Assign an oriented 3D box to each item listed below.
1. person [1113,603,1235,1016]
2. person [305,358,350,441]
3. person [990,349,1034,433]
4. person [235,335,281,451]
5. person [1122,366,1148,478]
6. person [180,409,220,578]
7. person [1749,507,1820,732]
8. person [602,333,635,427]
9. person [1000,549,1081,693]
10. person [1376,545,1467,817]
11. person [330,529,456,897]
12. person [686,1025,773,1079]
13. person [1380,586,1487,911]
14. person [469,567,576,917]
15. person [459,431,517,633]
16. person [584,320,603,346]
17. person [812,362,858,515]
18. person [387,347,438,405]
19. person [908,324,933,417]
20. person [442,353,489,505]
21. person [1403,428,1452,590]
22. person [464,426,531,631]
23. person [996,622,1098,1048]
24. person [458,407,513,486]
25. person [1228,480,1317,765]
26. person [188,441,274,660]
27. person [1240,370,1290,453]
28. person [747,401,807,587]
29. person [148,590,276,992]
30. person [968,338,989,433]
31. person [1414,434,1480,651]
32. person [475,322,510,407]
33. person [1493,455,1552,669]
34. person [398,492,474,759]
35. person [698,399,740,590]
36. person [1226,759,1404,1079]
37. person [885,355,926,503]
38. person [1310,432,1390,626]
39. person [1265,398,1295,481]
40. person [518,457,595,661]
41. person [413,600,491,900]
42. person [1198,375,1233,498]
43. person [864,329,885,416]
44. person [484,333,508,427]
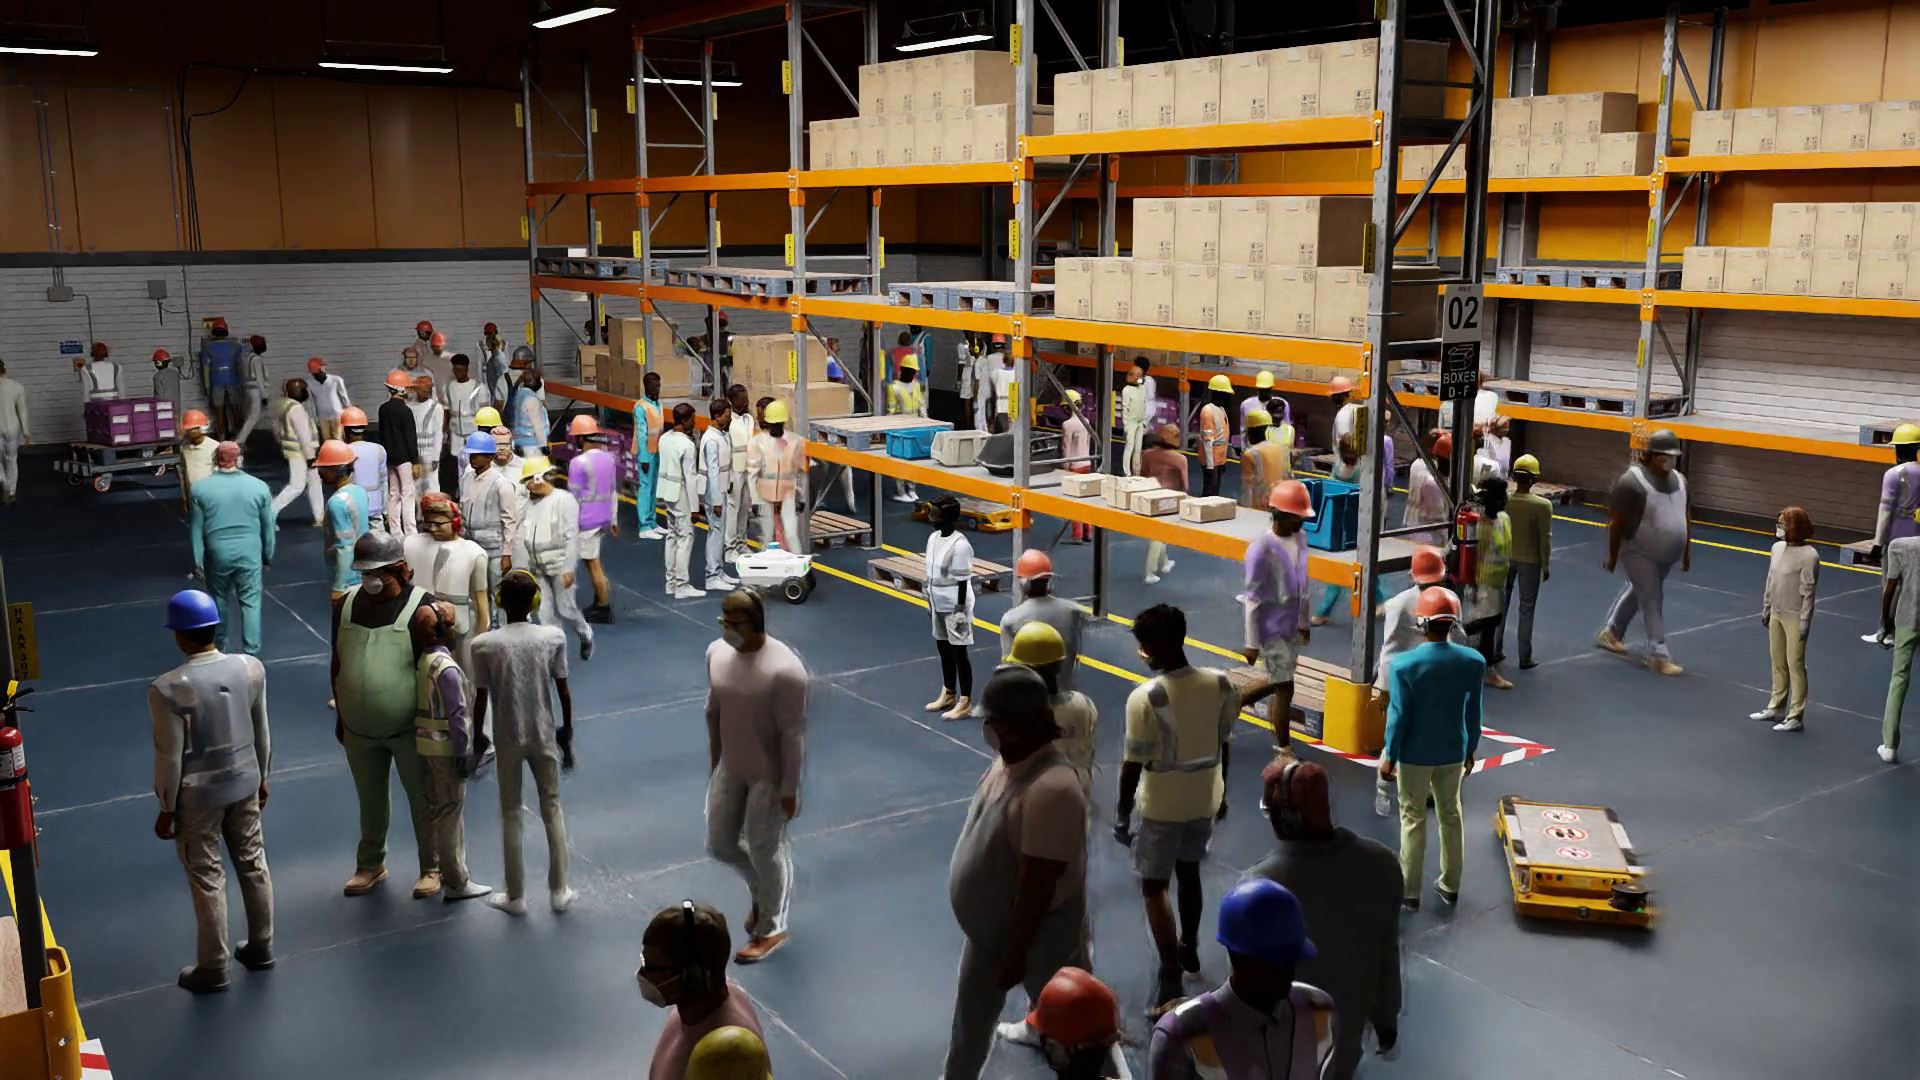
[{"bbox_3d":[1.066,1.243,7.835,0.658,1.926,0.711,-6,12,-27],"label":"person"},{"bbox_3d":[-9.038,-1.774,23.789,0.580,1.700,0.609,-1,11,-5],"label":"person"},{"bbox_3d":[0.739,-1.800,23.604,0.606,1.830,0.520,5,12,24],"label":"person"},{"bbox_3d":[-11.104,-2.326,26.300,0.934,1.837,0.603,-5,12,-24],"label":"person"},{"bbox_3d":[2.432,-1.610,23.165,0.294,1.622,0.505,9,14,40],"label":"person"},{"bbox_3d":[-7.714,-0.463,16.963,0.562,1.750,0.329,4,12,19],"label":"person"},{"bbox_3d":[5.988,0.563,12.034,0.278,1.629,0.504,-2,11,-8],"label":"person"},{"bbox_3d":[-5.689,-2.498,27.321,0.982,1.776,0.558,6,12,27],"label":"person"},{"bbox_3d":[0.478,0.897,10.130,0.564,1.702,0.914,-4,12,-22],"label":"person"},{"bbox_3d":[2.862,0.861,10.261,0.674,1.732,0.412,-7,13,-31],"label":"person"},{"bbox_3d":[-3.112,0.942,9.031,0.688,2.000,0.539,1,11,7],"label":"person"},{"bbox_3d":[-0.591,2.046,4.186,0.492,1.729,0.324,3,12,16],"label":"person"},{"bbox_3d":[2.511,1.109,8.911,0.575,1.749,0.336,-3,11,-16],"label":"person"},{"bbox_3d":[-2.316,1.070,8.825,0.546,1.868,0.307,-5,12,-26],"label":"person"},{"bbox_3d":[-3.900,0.071,13.721,0.607,1.951,0.381,7,13,31],"label":"person"},{"bbox_3d":[-6.246,-2.821,28.575,0.368,1.933,0.627,-3,11,-14],"label":"person"},{"bbox_3d":[-1.611,-1.297,20.861,0.636,1.904,1.004,-6,13,-28],"label":"person"},{"bbox_3d":[-7.557,-1.715,22.994,0.680,1.889,0.657,-4,12,-18],"label":"person"},{"bbox_3d":[-0.789,-3.164,30.590,0.639,1.831,0.429,9,15,40],"label":"person"},{"bbox_3d":[-6.316,-1.408,21.250,0.613,1.963,0.362,1,11,7],"label":"person"},{"bbox_3d":[4.147,-0.075,14.758,0.388,1.837,0.563,-2,11,-9],"label":"person"},{"bbox_3d":[-3.955,-0.040,14.433,0.648,1.902,0.400,-3,11,-14],"label":"person"},{"bbox_3d":[0.373,1.311,7.471,0.409,1.918,0.585,9,14,40],"label":"person"},{"bbox_3d":[-4.390,-0.282,15.586,0.584,1.928,0.367,2,11,12],"label":"person"},{"bbox_3d":[2.025,0.564,11.068,0.848,2.005,0.675,9,14,40],"label":"person"},{"bbox_3d":[-6.016,0.110,13.742,0.651,1.858,0.961,-6,13,-28],"label":"person"},{"bbox_3d":[3.667,-1.119,19.999,0.597,1.889,0.917,3,11,15],"label":"person"},{"bbox_3d":[-1.797,-0.419,16.408,0.599,1.885,0.716,-1,11,-6],"label":"person"},{"bbox_3d":[-3.592,1.193,7.990,0.400,1.944,0.618,6,13,29],"label":"person"},{"bbox_3d":[0.274,-2.145,25.306,0.334,1.860,0.509,3,11,14],"label":"person"},{"bbox_3d":[4.096,0.051,13.947,0.788,1.898,0.558,8,13,34],"label":"person"},{"bbox_3d":[-7.989,-2.781,28.486,0.574,1.884,0.357,-5,12,-25],"label":"person"},{"bbox_3d":[4.608,0.175,13.689,0.524,1.761,0.339,10,15,43],"label":"person"},{"bbox_3d":[-3.517,0.601,11.219,0.589,1.874,0.376,5,12,23],"label":"person"},{"bbox_3d":[-2.421,-0.453,16.520,0.405,1.909,0.597,-1,11,-3],"label":"person"},{"bbox_3d":[1.211,1.662,5.746,0.683,1.878,0.456,-4,12,-20],"label":"person"},{"bbox_3d":[-0.673,-1.442,21.597,0.524,1.904,0.577,7,13,33],"label":"person"},{"bbox_3d":[3.600,-0.111,15.094,0.940,1.789,0.535,-4,12,-19],"label":"person"},{"bbox_3d":[3.485,-0.734,18.488,0.542,1.696,0.316,-4,12,-22],"label":"person"},{"bbox_3d":[-3.287,0.211,13.476,0.613,1.769,0.636,6,12,27],"label":"person"},{"bbox_3d":[-2.811,1.138,9.047,0.309,1.645,0.514,-9,14,-40],"label":"person"},{"bbox_3d":[2.877,-0.901,18.754,0.367,1.927,0.585,4,12,21],"label":"person"},{"bbox_3d":[-1.532,-2.986,29.637,0.345,1.847,0.508,6,12,27],"label":"person"},{"bbox_3d":[-7.004,-2.163,25.188,0.373,1.940,0.629,-3,12,-16],"label":"person"}]
